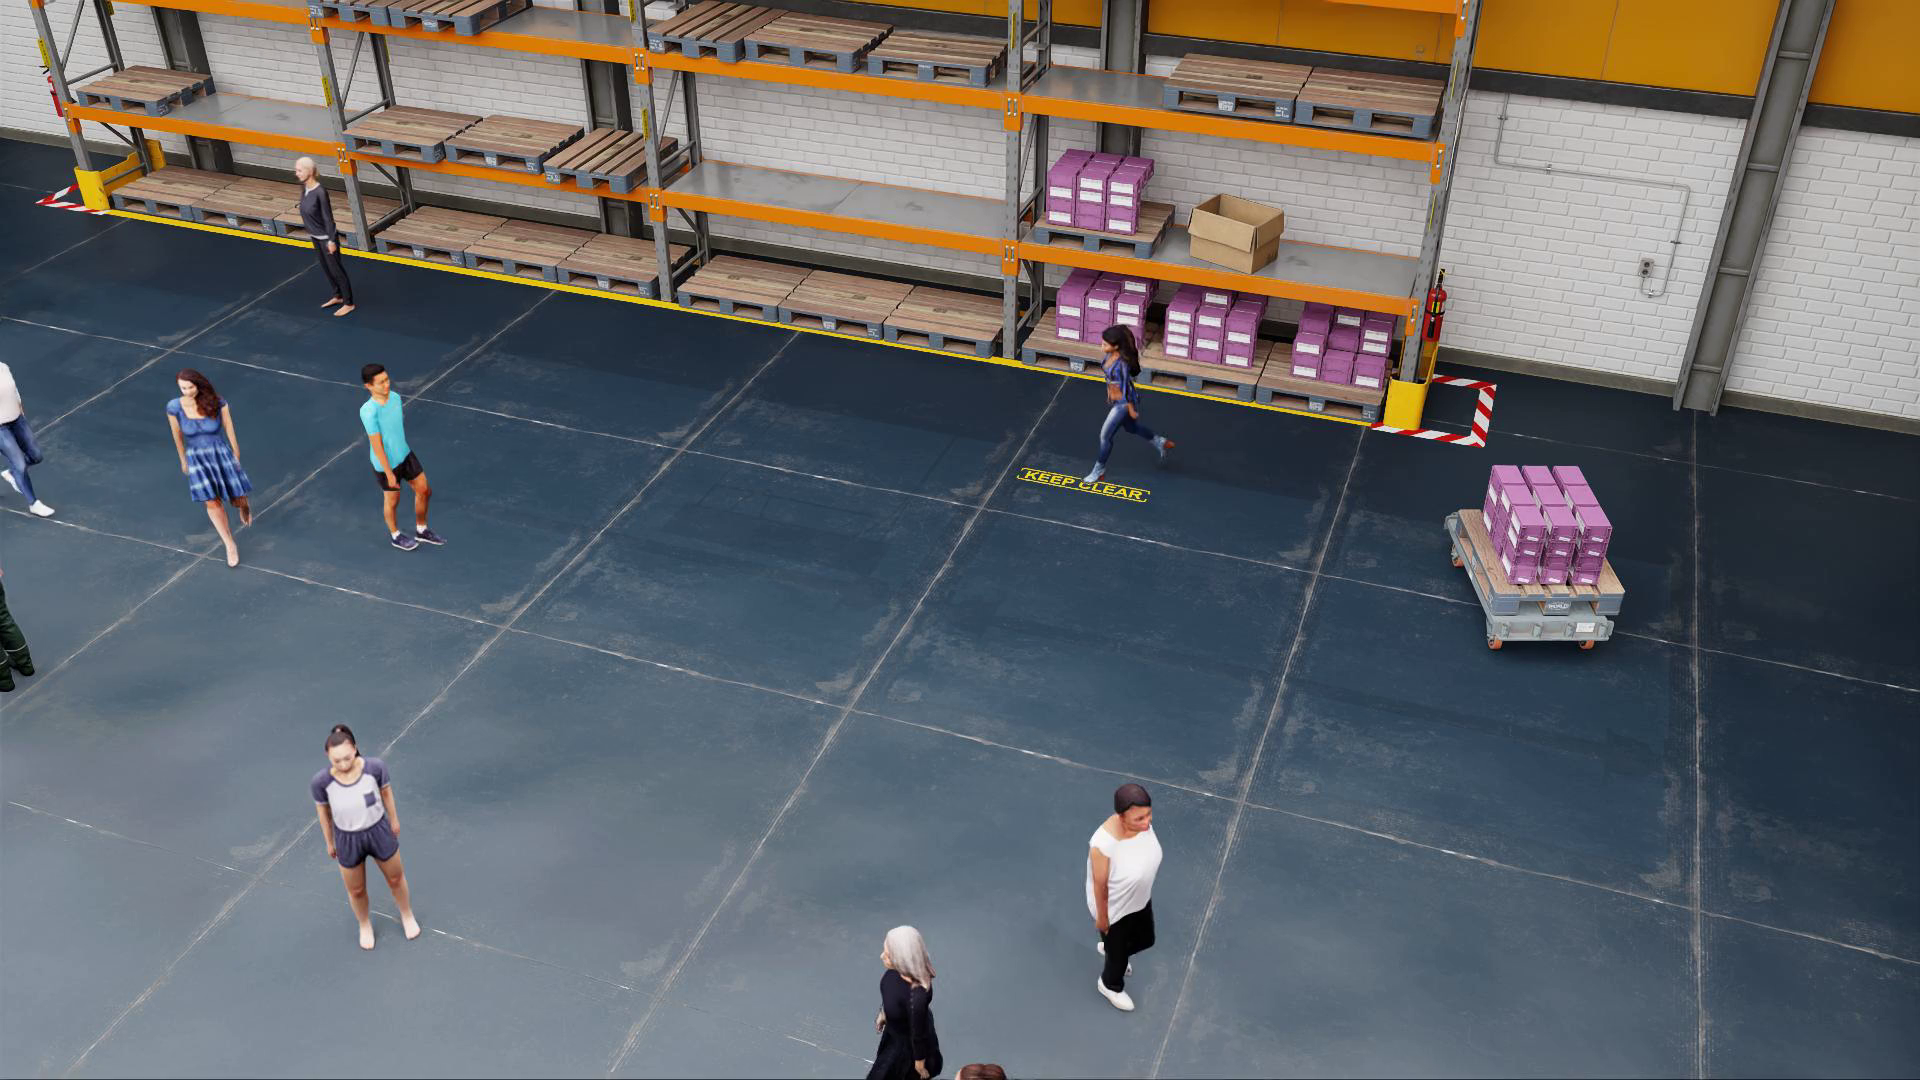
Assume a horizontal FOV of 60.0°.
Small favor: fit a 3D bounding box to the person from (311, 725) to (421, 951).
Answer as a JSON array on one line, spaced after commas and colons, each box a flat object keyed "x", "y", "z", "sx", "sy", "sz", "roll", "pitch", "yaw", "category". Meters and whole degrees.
[{"x": -3.666, "y": 1.816, "z": 10.217, "sx": 0.660, "sy": 1.648, "sz": 0.730, "roll": -12, "pitch": 36, "yaw": -18, "category": "person"}]

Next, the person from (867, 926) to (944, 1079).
[{"x": -0.185, "y": 2.667, "z": 8.856, "sx": 0.827, "sy": 1.737, "sz": 0.774, "roll": -4, "pitch": 34, "yaw": -7, "category": "person"}]

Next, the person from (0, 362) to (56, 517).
[{"x": -8.300, "y": -0.981, "z": 14.373, "sx": 0.811, "sy": 1.706, "sz": 0.619, "roll": 13, "pitch": 36, "yaw": 18, "category": "person"}]

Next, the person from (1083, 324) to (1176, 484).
[{"x": 1.524, "y": -1.217, "z": 14.842, "sx": 1.201, "sy": 1.579, "sz": 1.042, "roll": -7, "pitch": 34, "yaw": -11, "category": "person"}]

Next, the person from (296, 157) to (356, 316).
[{"x": -6.807, "y": -3.287, "z": 17.824, "sx": 0.605, "sy": 1.726, "sz": 0.754, "roll": 28, "pitch": 43, "yaw": 35, "category": "person"}]

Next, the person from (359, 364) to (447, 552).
[{"x": -4.808, "y": -0.669, "z": 13.856, "sx": 0.695, "sy": 1.758, "sz": 0.646, "roll": 14, "pitch": 36, "yaw": 20, "category": "person"}]

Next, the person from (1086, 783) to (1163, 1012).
[{"x": 0.931, "y": 2.059, "z": 9.828, "sx": 0.755, "sy": 1.674, "sz": 0.750, "roll": 27, "pitch": 42, "yaw": 34, "category": "person"}]

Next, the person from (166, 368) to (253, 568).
[{"x": -6.192, "y": -0.639, "z": 13.779, "sx": 0.901, "sy": 1.793, "sz": 0.939, "roll": -9, "pitch": 35, "yaw": -13, "category": "person"}]
